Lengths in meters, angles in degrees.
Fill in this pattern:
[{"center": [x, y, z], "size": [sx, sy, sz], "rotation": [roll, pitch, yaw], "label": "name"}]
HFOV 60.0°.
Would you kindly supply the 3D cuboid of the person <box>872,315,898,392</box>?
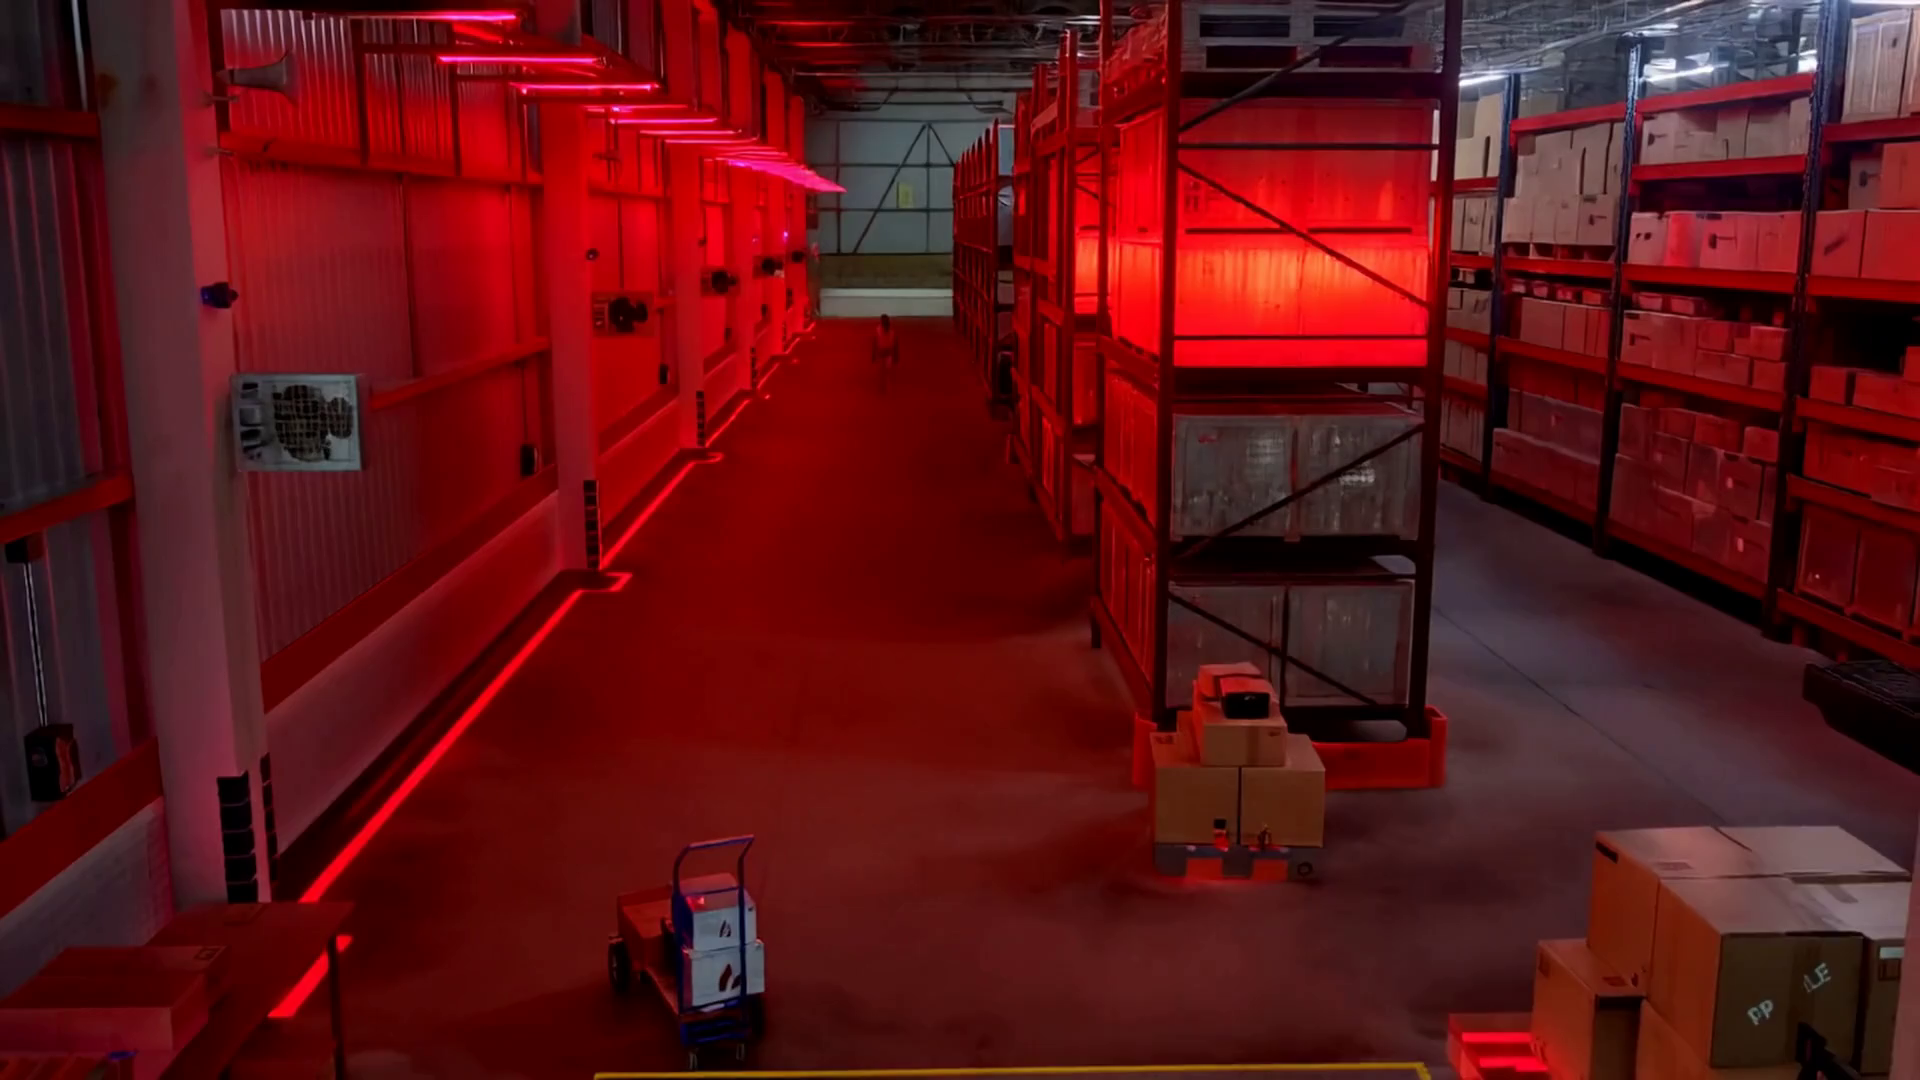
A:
[{"center": [-1.790, -4.463, 39.810], "size": [0.644, 1.828, 0.573], "rotation": [-2, 11, -12], "label": "person"}]
